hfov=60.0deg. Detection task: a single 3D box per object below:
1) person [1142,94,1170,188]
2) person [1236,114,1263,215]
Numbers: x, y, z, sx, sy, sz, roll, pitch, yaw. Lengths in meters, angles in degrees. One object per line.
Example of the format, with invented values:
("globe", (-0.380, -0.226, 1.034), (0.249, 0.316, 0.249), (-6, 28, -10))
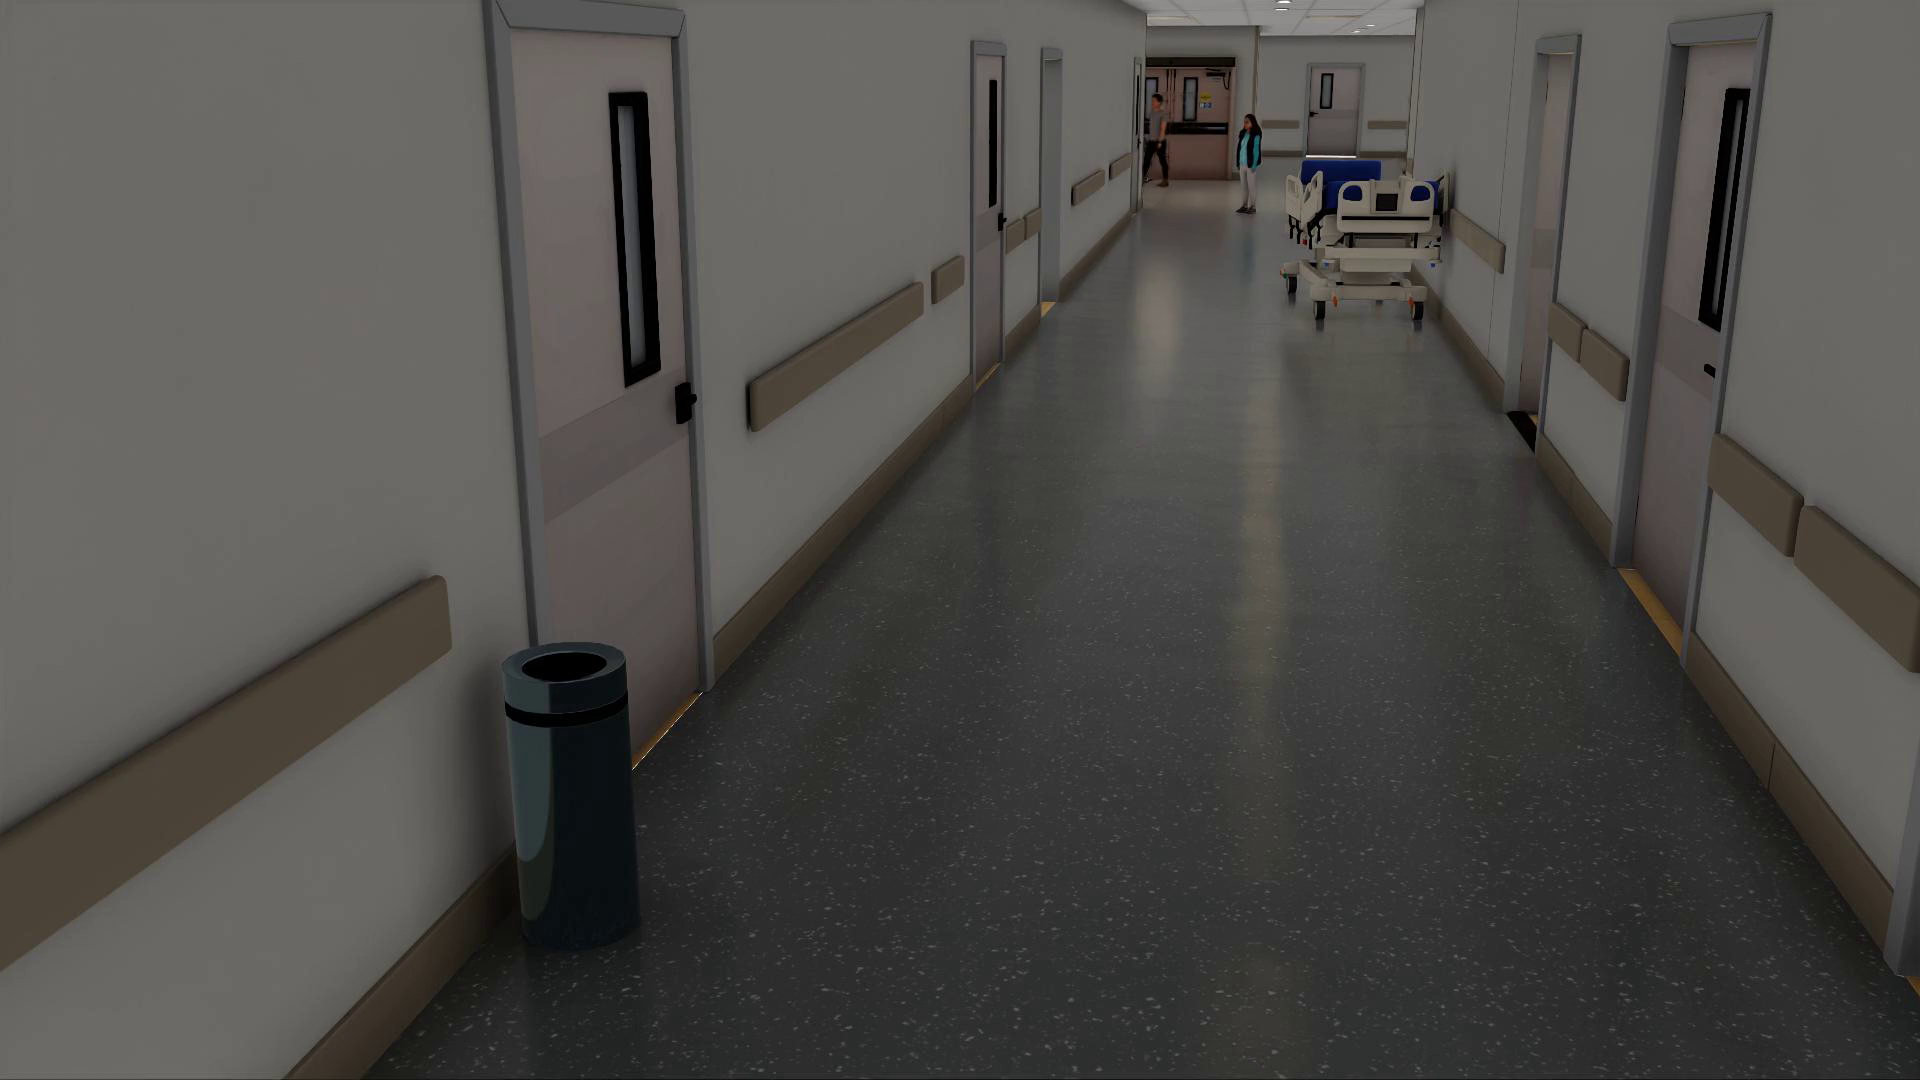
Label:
("person", (3.746, -7.431, 31.041), (1.118, 1.689, 1.077), (-11, 19, -35))
("person", (4.428, -5.765, 25.481), (0.729, 1.500, 0.675), (-9, 18, -29))
